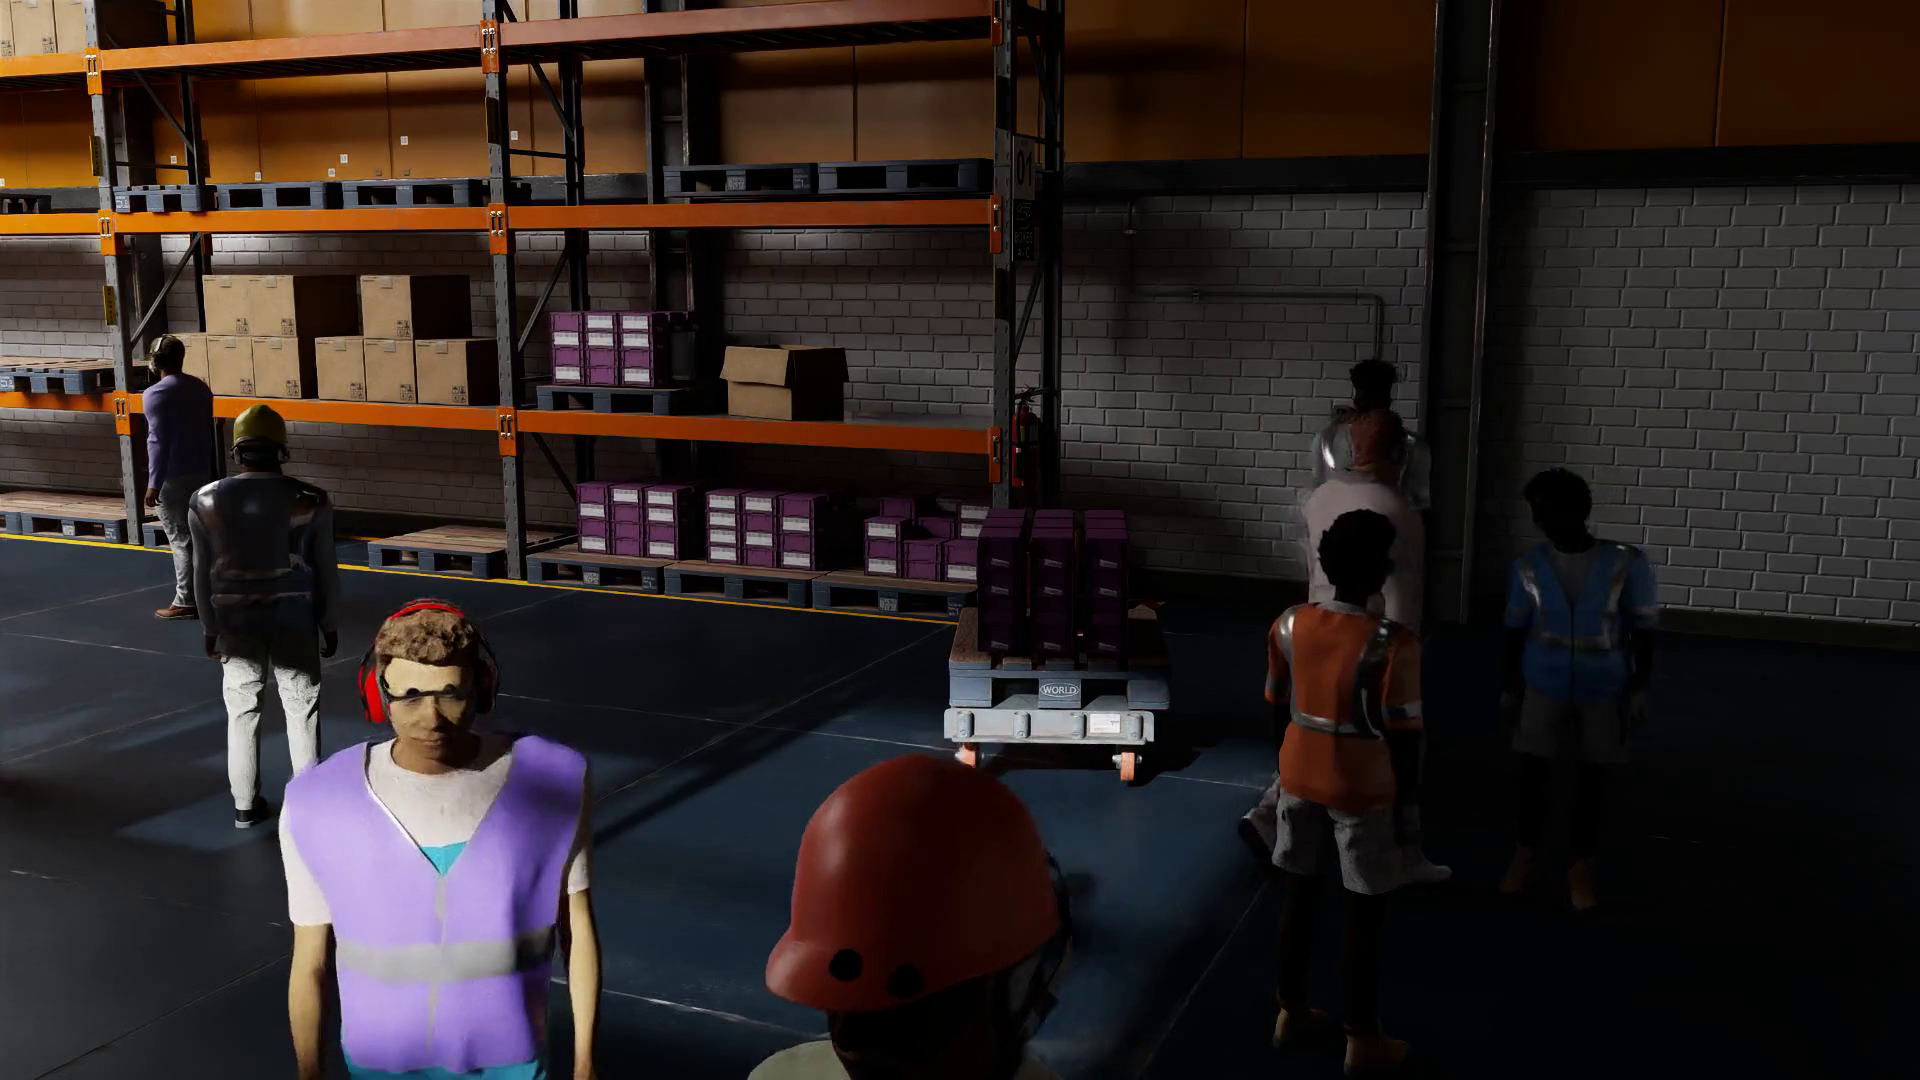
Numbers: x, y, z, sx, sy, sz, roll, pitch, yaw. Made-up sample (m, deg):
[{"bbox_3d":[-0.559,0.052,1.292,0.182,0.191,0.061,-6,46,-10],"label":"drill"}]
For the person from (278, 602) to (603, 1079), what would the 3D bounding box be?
[{"bbox_3d":[-0.989,0.985,3.245,0.572,1.821,0.532,-3,10,-16],"label":"person"}]

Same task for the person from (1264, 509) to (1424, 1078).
[{"bbox_3d":[1.157,0.751,5.002,0.317,1.695,0.540,-8,12,-40],"label":"person"}]

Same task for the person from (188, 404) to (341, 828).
[{"bbox_3d":[-2.965,0.331,7.156,0.585,1.824,0.405,-3,10,-15],"label":"person"}]

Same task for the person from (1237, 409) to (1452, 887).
[{"bbox_3d":[1.504,0.434,6.423,0.790,1.875,0.686,-4,10,-21],"label":"person"}]

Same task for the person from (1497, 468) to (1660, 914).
[{"bbox_3d":[2.295,0.568,6.218,0.562,1.671,0.324,5,11,27],"label":"person"}]

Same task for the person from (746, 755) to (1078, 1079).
[{"bbox_3d":[0.047,1.154,1.790,0.623,1.969,0.790,6,11,34],"label":"person"}]

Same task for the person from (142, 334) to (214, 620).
[{"bbox_3d":[-5.308,-0.422,11.306,0.372,1.940,0.627,1,10,9],"label":"person"}]

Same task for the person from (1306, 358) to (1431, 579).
[{"bbox_3d":[1.992,0.080,8.228,0.618,1.951,0.485,5,11,27],"label":"person"}]
